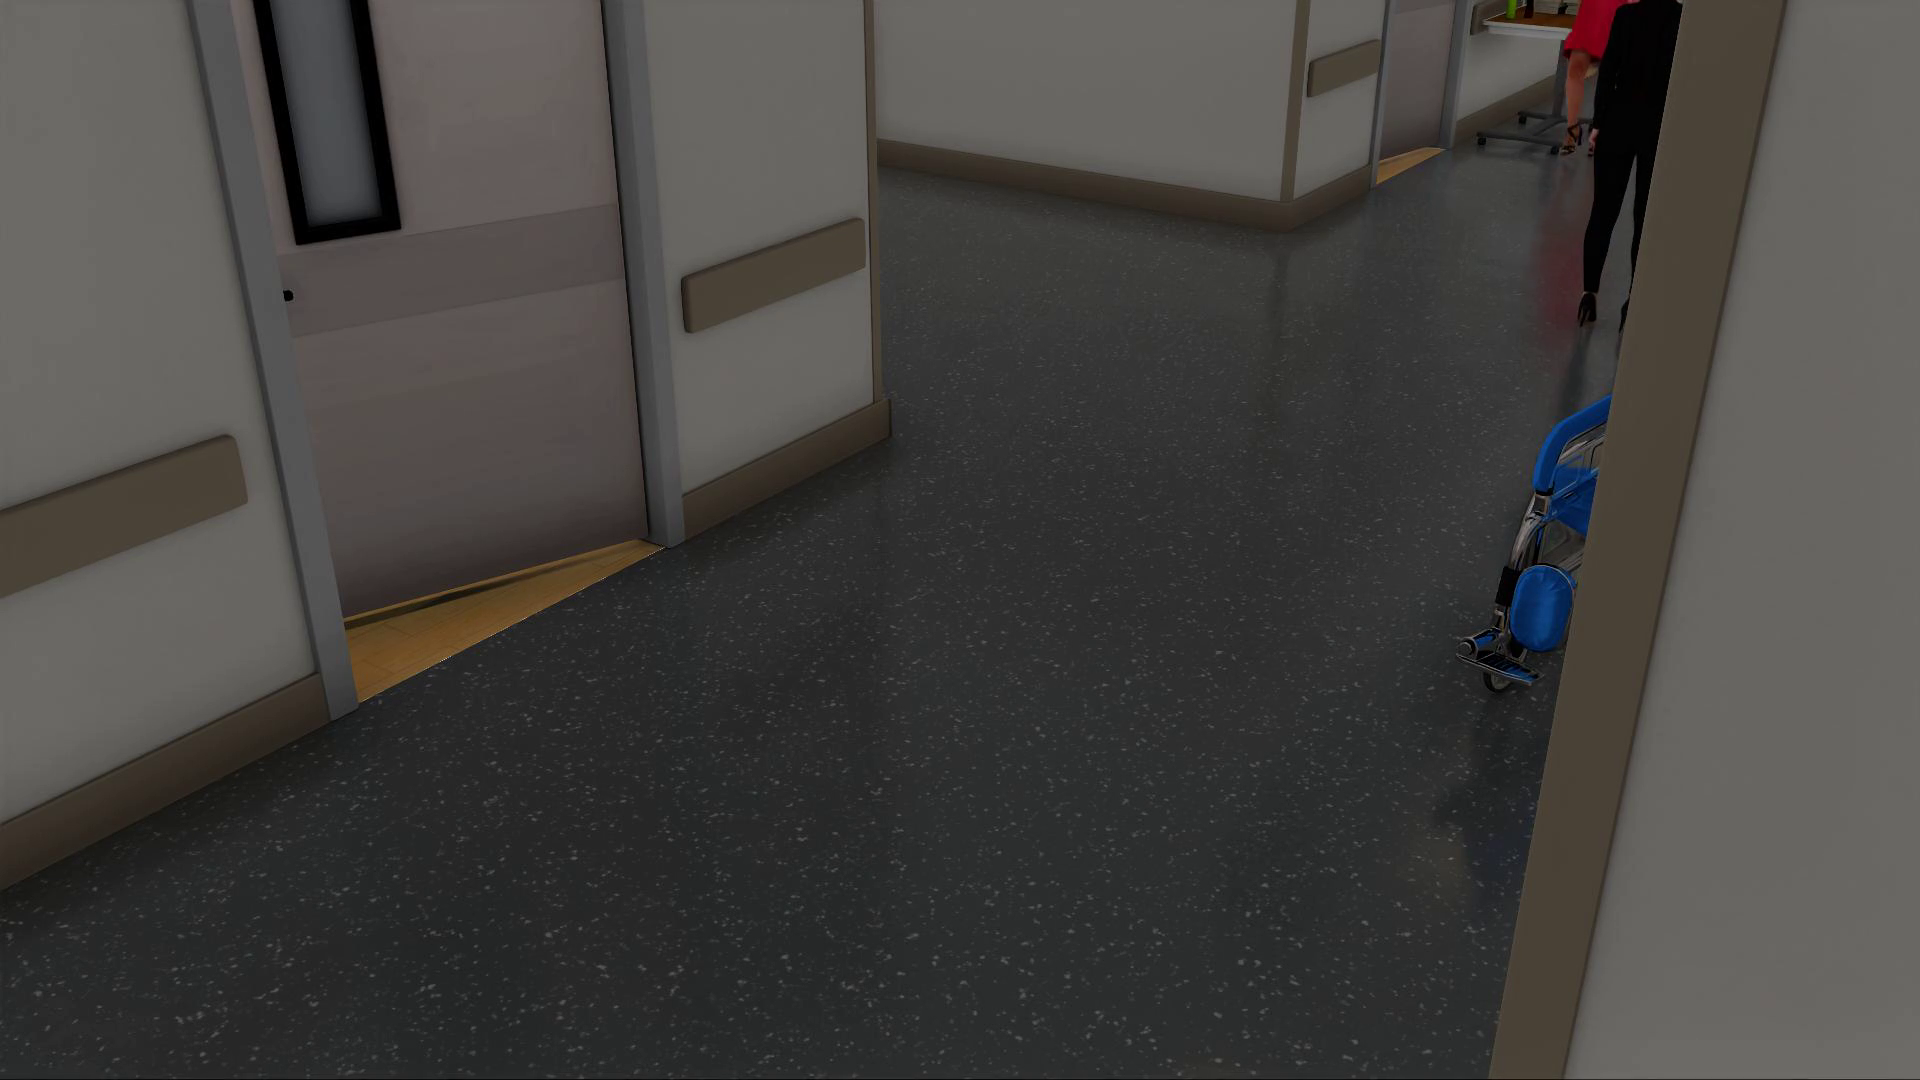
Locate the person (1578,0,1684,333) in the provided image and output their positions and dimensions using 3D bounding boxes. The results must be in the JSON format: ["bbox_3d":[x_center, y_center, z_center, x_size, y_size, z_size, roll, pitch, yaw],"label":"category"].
[{"bbox_3d":[3.031,-1.789,7.425,0.582,1.711,0.474,16,30,30],"label":"person"}]

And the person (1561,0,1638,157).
[{"bbox_3d":[4.146,-3.321,10.597,0.574,1.714,0.642,17,30,31],"label":"person"}]
